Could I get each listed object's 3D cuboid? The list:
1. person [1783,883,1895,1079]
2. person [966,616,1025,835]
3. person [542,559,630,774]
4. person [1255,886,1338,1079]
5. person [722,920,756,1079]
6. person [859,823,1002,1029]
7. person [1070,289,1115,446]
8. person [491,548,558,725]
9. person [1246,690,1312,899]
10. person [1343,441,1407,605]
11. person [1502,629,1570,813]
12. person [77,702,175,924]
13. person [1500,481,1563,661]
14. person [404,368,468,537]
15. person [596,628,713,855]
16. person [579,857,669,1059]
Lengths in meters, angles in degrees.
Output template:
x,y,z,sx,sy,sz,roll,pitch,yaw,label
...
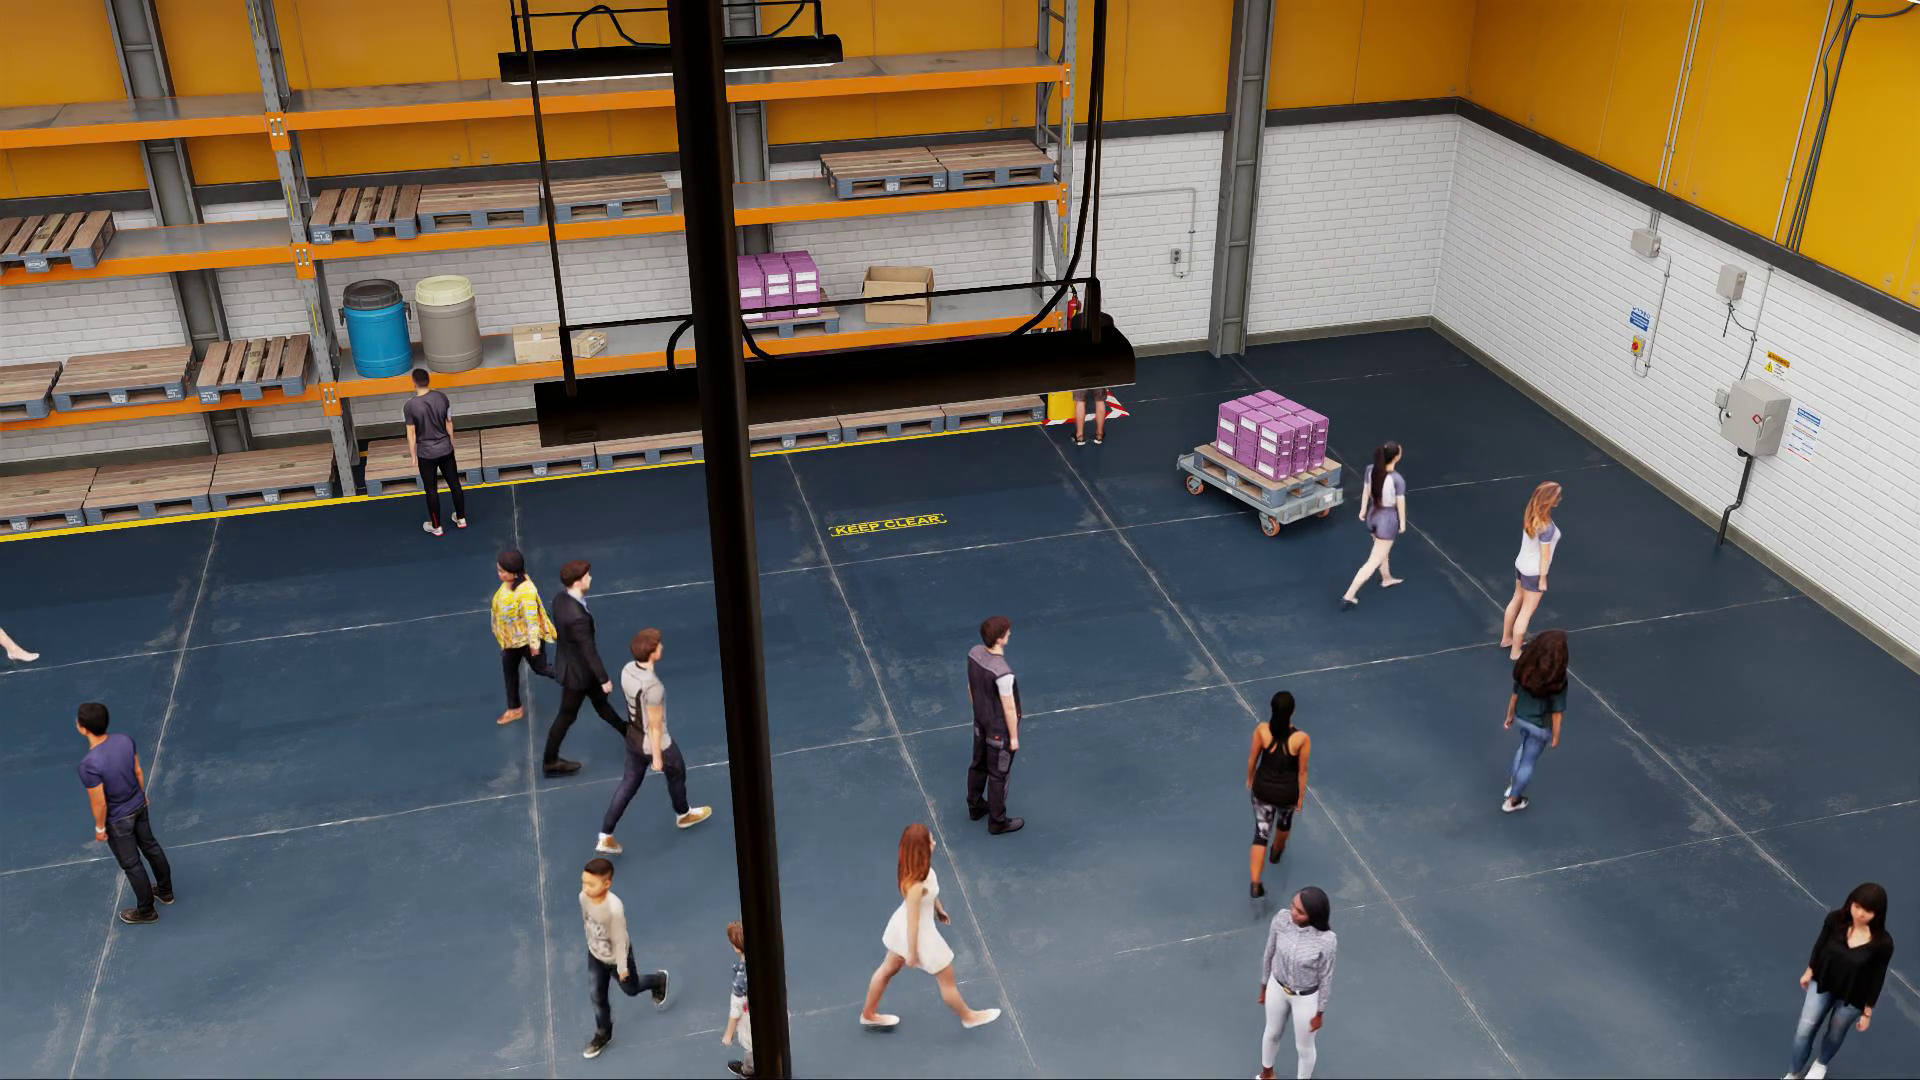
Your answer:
x,y,z,sx,sy,sz,roll,pitch,yaw,label
5.467,2.730,10.279,0.804,1.634,0.893,23,36,36,person
0.248,1.376,12.537,0.702,1.848,0.736,-19,34,-31,person
-3.114,1.058,13.145,1.272,1.825,0.849,-12,31,-20,person
2.041,2.771,10.111,0.671,1.722,0.692,23,36,35,person
-1.196,2.919,10.149,0.817,1.426,0.737,10,30,18,person
-0.372,2.517,10.644,1.169,1.658,0.643,-4,29,-7,person
1.459,-1.956,18.633,0.609,1.861,0.788,-1,29,-2,person
-3.538,0.780,13.868,1.145,1.620,0.965,-22,36,-35,person
2.245,1.834,11.924,1.092,1.632,1.059,10,30,17,person
3.887,-0.125,15.534,1.127,1.613,0.818,-17,33,-28,person
4.343,1.412,12.724,0.722,1.606,0.691,-18,33,-30,person
-5.854,1.897,11.641,0.702,1.793,0.717,7,29,12,person
5.054,0.255,14.716,0.610,1.730,0.642,-1,29,-3,person
-5.305,-0.897,16.796,0.615,1.761,0.756,-22,35,-34,person
-2.371,1.530,12.259,1.328,1.845,1.046,-25,37,-37,person
-2.189,2.617,10.688,0.928,1.441,0.976,15,32,25,person
